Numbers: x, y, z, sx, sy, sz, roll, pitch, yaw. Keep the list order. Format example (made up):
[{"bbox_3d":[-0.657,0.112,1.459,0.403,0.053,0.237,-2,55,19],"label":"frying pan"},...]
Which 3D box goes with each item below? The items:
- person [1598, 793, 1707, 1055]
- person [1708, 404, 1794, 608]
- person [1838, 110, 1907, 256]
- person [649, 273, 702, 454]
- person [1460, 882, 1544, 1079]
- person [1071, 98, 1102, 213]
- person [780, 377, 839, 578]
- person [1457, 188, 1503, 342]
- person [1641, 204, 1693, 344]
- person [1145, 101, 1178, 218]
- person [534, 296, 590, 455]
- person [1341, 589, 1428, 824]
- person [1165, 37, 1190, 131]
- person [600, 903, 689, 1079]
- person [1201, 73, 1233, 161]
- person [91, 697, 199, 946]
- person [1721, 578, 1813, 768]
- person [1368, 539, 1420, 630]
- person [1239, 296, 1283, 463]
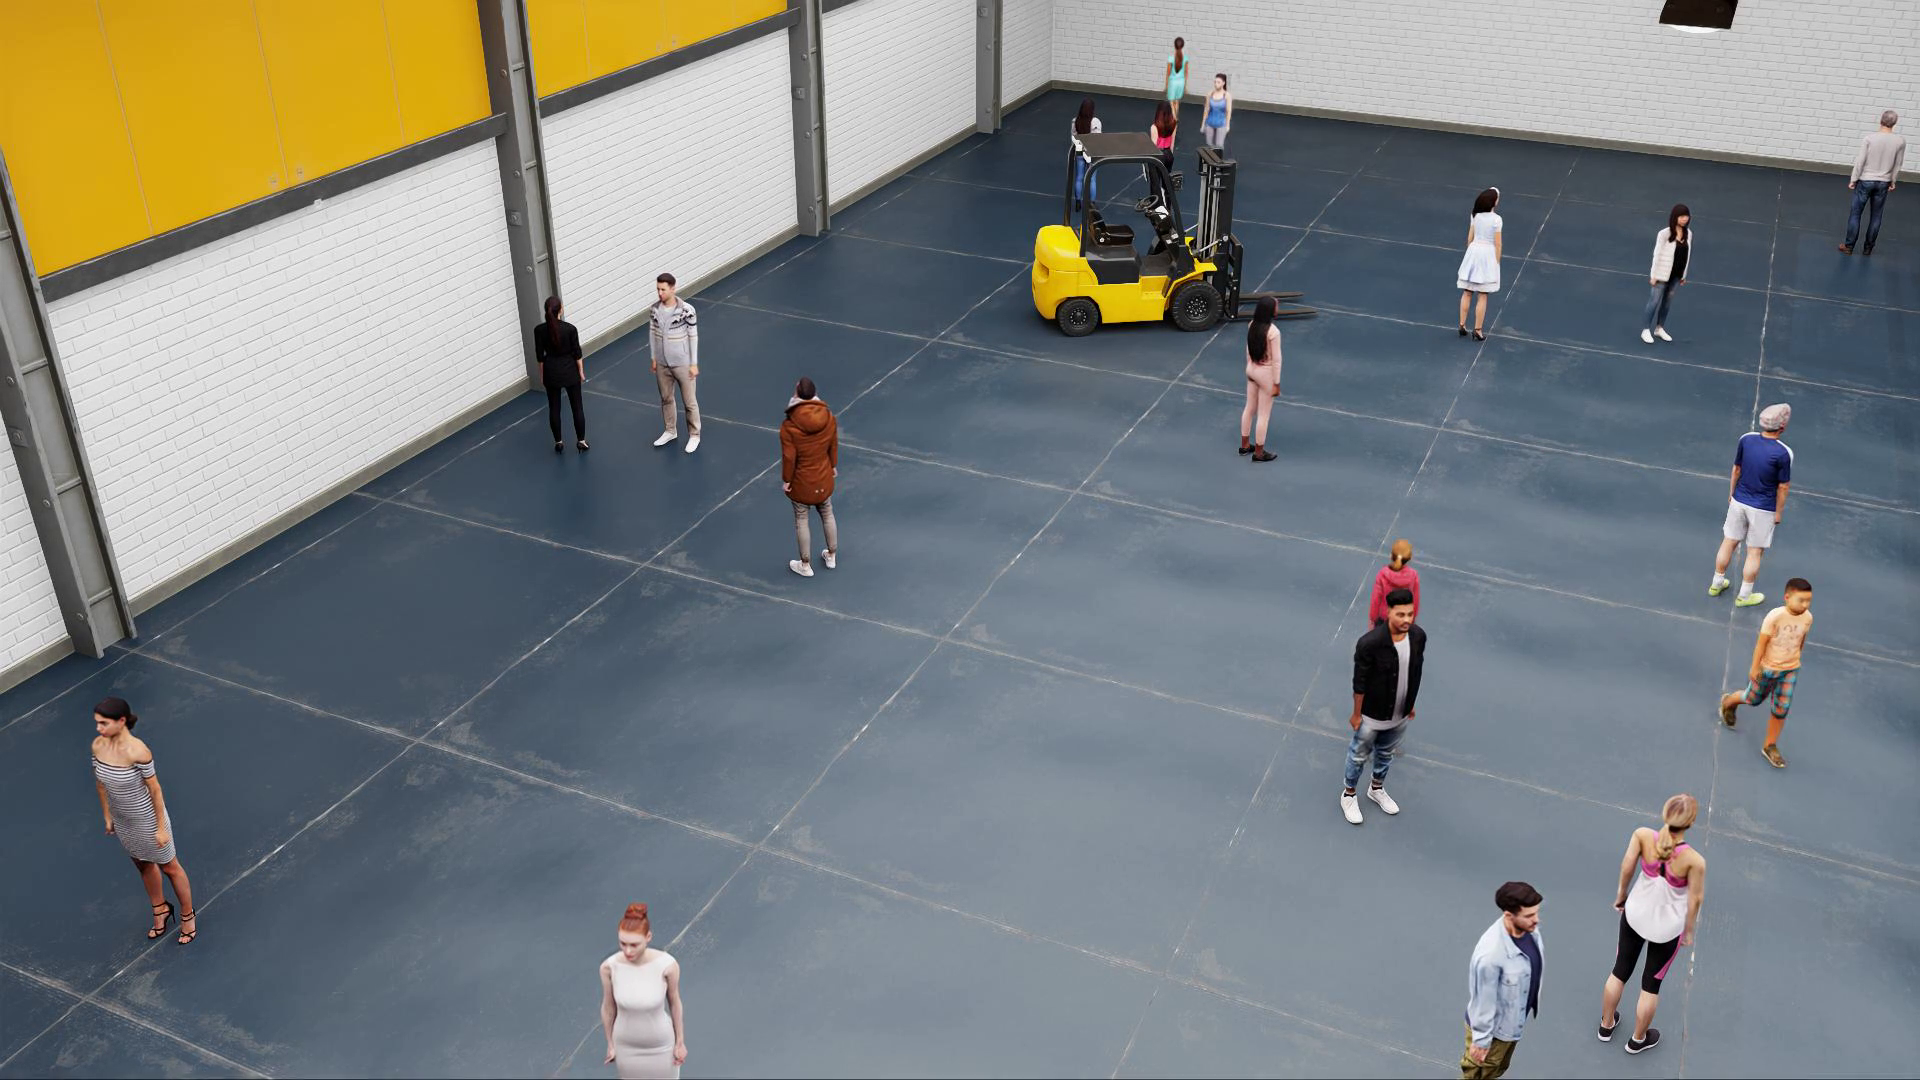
[{"bbox_3d":[3.966,2.195,9.538,0.672,1.788,0.630,24,37,37],"label":"person"},{"bbox_3d":[6.726,-0.310,14.076,0.721,1.839,0.721,-20,34,-32],"label":"person"},{"bbox_3d":[12.173,-4.764,22.171,0.798,1.908,0.719,5,29,10],"label":"person"},{"bbox_3d":[-2.887,-1.826,16.833,0.699,1.860,0.572,10,30,18],"label":"person"},{"bbox_3d":[2.849,2.553,8.856,0.798,1.812,0.614,23,36,36],"label":"person"},{"bbox_3d":[1.814,-5.519,23.842,0.618,1.633,0.528,10,30,18],"label":"person"},{"bbox_3d":[-1.307,-0.552,14.523,0.818,1.837,0.905,-17,33,-29],"label":"person"},{"bbox_3d":[6.087,-3.218,19.430,0.848,1.818,0.811,-24,37,-37],"label":"person"},{"bbox_3d":[8.278,-3.129,19.455,0.700,1.638,0.746,-8,30,-14],"label":"person"},{"bbox_3d":[2.849,-5.405,23.603,0.612,1.660,0.717,-18,33,-29],"label":"person"},{"bbox_3d":[-4.011,-1.651,16.721,0.691,1.661,0.701,-1,29,-3],"label":"person"},{"bbox_3d":[2.924,1.108,11.505,0.780,1.813,0.836,-9,30,-16],"label":"person"},{"bbox_3d":[3.611,-7.570,27.694,0.837,1.544,0.980,-4,29,-7],"label":"person"},{"bbox_3d":[-1.638,2.628,8.739,0.647,1.793,0.634,0,29,-1],"label":"person"},{"bbox_3d":[3.930,-6.302,25.315,0.597,1.597,0.625,17,33,28],"label":"person"},{"bbox_3d":[-5.074,1.746,10.325,0.633,1.822,0.577,8,30,14],"label":"person"},{"bbox_3d":[5.976,0.901,12.274,0.842,1.440,1.022,-3,29,-5],"label":"person"},{"bbox_3d":[3.361,0.640,12.915,0.668,1.284,0.951,6,29,10],"label":"person"},{"bbox_3d":[3.006,-1.615,16.593,0.724,1.721,0.698,-14,32,-25],"label":"person"}]
